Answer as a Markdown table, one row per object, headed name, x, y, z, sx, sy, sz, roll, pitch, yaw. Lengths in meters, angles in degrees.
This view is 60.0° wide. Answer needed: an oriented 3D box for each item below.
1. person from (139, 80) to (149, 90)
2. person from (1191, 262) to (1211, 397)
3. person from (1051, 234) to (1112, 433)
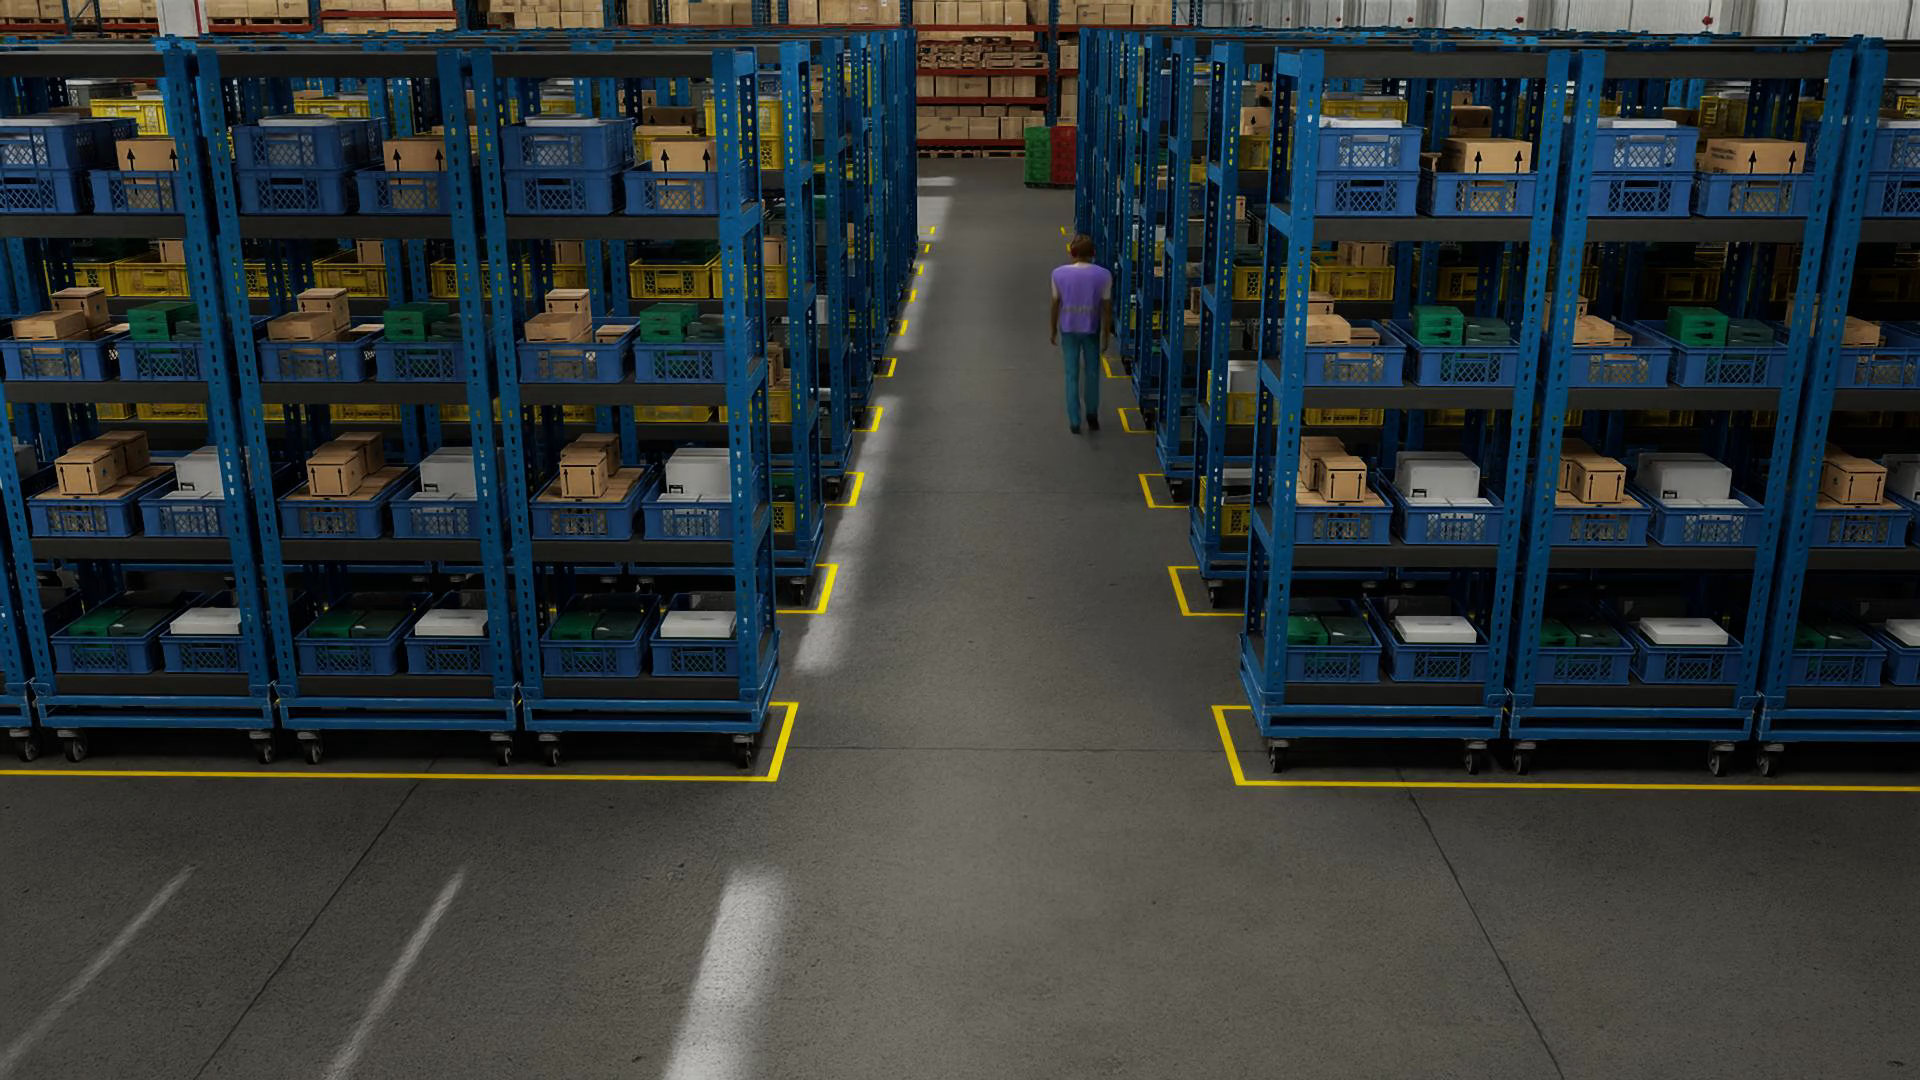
| name | x | y | z | sx | sy | sz | roll | pitch | yaw |
| --- | --- | --- | --- | --- | --- | --- | --- | --- | --- |
| person | -26.030 | -13.773 | 53.239 | 0.429 | 1.847 | 0.625 | 4 | 18 | 13 |
| person | 2.368 | -2.340 | 16.908 | 0.659 | 1.790 | 0.407 | 13 | 22 | 36 |
| person | 1.135 | -1.963 | 15.648 | 0.565 | 1.807 | 0.889 | 1 | 17 | 4 |
